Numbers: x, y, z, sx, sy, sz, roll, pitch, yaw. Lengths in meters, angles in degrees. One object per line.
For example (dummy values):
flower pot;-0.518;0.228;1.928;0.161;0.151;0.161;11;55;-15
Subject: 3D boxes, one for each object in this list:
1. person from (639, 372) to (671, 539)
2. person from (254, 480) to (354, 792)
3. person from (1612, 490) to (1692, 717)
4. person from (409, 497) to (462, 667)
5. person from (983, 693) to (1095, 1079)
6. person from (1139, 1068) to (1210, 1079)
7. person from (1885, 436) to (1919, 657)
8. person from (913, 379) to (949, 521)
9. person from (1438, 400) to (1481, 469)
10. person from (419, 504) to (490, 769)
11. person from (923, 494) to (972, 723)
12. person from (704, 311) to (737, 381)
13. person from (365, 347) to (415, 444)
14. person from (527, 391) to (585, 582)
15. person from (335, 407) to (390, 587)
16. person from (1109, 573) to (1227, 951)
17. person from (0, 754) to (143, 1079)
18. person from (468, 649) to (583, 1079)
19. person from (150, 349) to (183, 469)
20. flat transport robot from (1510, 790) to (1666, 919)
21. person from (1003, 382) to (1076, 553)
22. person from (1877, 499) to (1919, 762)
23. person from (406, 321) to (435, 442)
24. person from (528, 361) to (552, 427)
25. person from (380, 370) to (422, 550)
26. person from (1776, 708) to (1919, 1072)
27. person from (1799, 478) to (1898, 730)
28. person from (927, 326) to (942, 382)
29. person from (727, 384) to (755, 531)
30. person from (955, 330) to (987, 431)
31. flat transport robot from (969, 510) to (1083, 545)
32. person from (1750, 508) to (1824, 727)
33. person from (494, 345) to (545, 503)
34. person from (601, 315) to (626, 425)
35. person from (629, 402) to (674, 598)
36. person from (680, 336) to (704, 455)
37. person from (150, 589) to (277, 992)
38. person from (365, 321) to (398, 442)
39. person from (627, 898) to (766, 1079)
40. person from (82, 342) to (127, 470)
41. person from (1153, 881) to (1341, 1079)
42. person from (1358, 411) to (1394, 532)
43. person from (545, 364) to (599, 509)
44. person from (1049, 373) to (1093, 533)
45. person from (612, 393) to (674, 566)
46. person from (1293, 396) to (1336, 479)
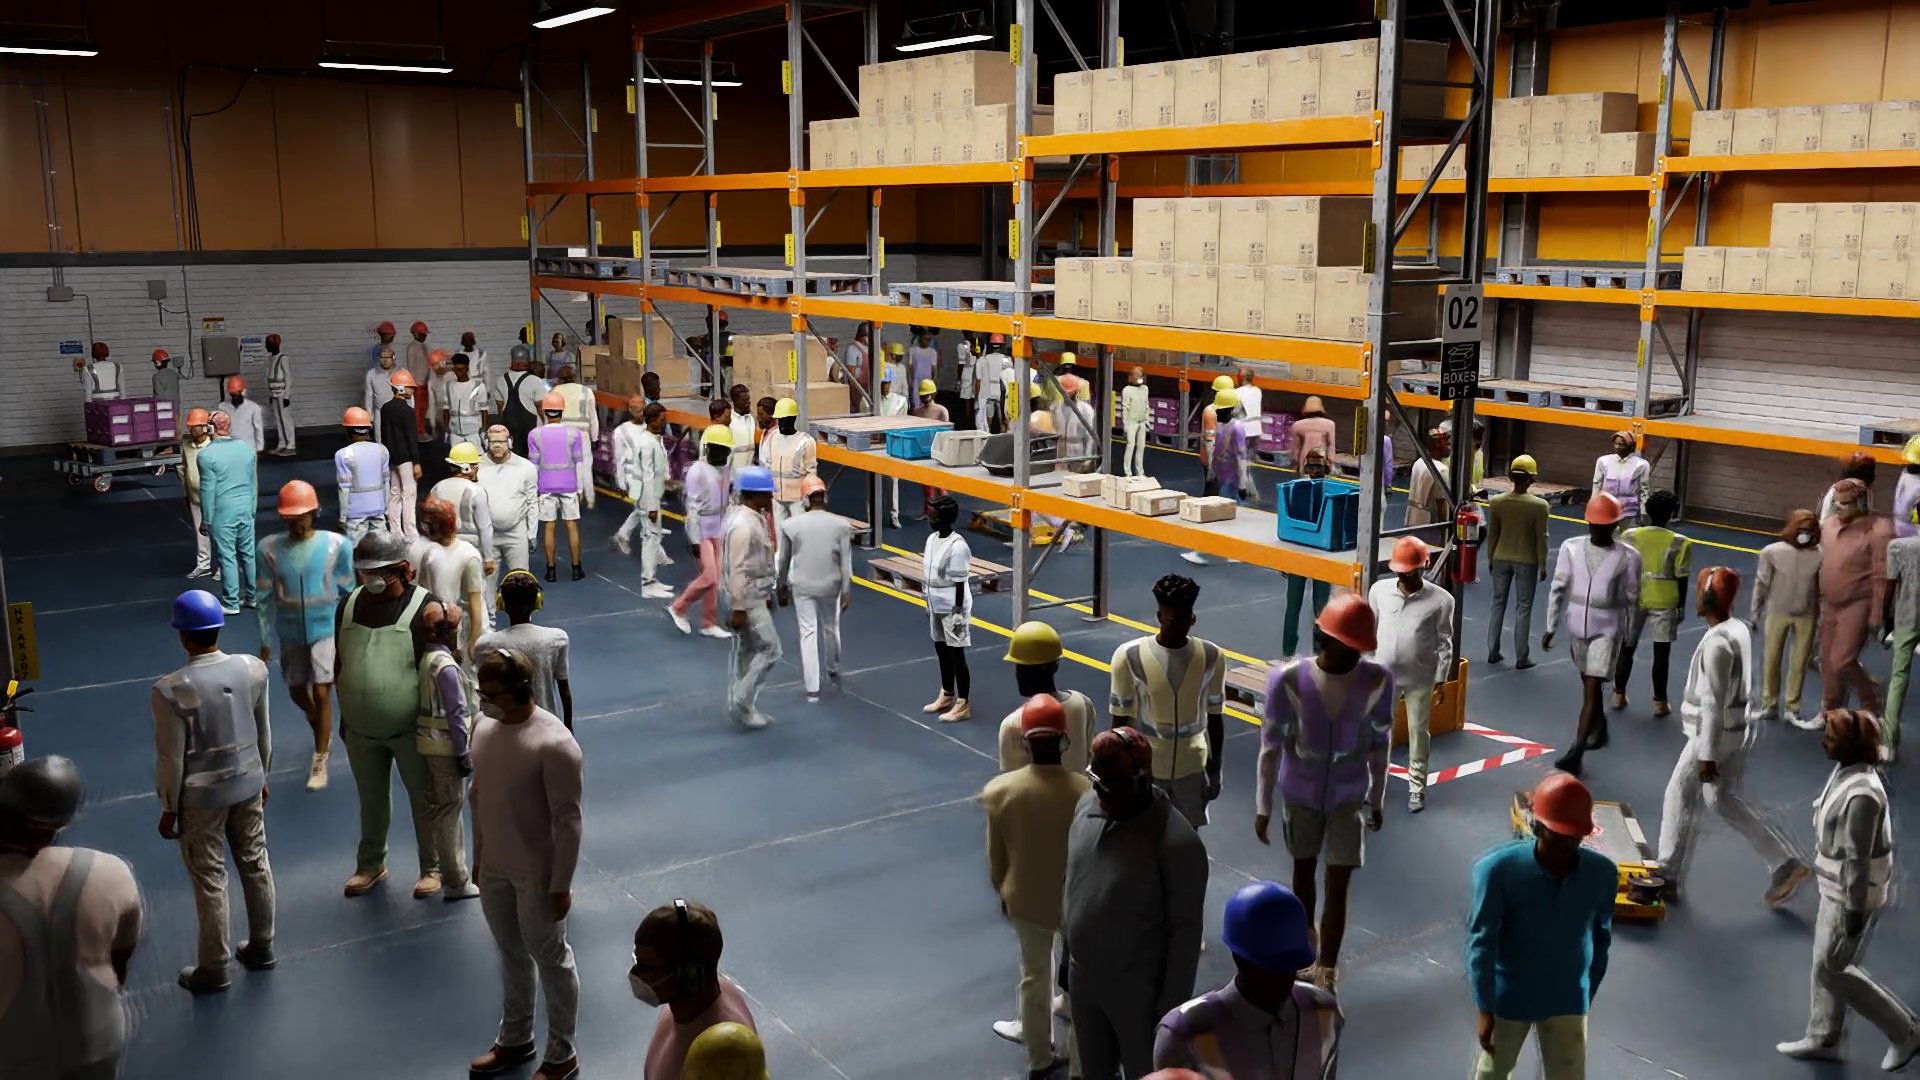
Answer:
person;-3.577;-0.981;19.185;0.376;1.917;0.600;1;11;7
person;-4.292;0.578;10.976;0.618;2.015;0.897;-2;11;-10
person;5.146;0.466;12.382;0.537;1.688;0.323;9;14;39
person;-3.540;0.621;11.169;0.338;1.865;0.736;-8;13;-35
person;0.397;1.490;6.987;0.575;1.735;0.403;4;12;20
person;0.401;2.055;3.525;0.889;1.956;0.612;-5;12;-25
person;8.102;0.022;14.171;0.375;1.880;0.689;2;11;9
person;-0.369;-1.059;20.012;0.533;1.758;0.358;8;13;35
person;5.722;-0.847;19.078;0.494;1.699;0.916;4;12;22
person;-3.386;0.626;11.182;0.576;1.835;0.395;9;14;39
person;-0.098;0.495;12.223;0.321;1.689;0.530;-6;13;-30
person;-4.157;-2.990;29.146;0.612;2.043;0.374;0;11;-2
person;-7.849;-1.705;22.921;0.648;1.907;0.401;-3;12;-16
person;-4.083;-0.536;16.860;0.547;1.938;0.377;-2;11;-11
person;-5.575;-0.275;15.526;0.358;1.937;0.549;8;14;35
person;1.045;1.118;8.354;0.605;1.958;0.372;-1;11;-7
person;-3.055;1.643;5.441;0.637;2.000;0.706;9;14;37
person;-1.848;1.387;7.031;0.627;1.934;0.371;8;14;35
person;-11.665;-1.920;24.415;0.342;1.749;0.572;1;11;6
flat transport robot;3.531;1.751;9.431;0.652;0.197;1.431;3;11;13
person;0.890;-0.796;18.310;0.857;1.895;0.601;5;12;26
person;6.493;0.597;11.233;0.508;1.873;0.329;7;13;31
person;-8.841;-2.592;27.284;0.418;1.984;0.638;1;11;5
person;-5.458;-1.411;21.608;0.429;1.838;0.626;-1;11;-6
person;-6.194;-0.892;18.542;0.616;1.989;0.394;9;14;40
person;3.879;1.518;7.143;0.476;1.623;0.527;4;12;21
person;6.292;0.486;11.779;0.446;1.883;0.711;-1;11;-7
person;-0.538;-3.112;30.350;0.432;1.830;0.654;0;11;-1
person;-2.371;-0.713;17.813;0.390;1.920;0.587;5;12;22
person;0.170;-2.722;27.977;0.603;1.966;0.368;-9;14;-40
flat transport robot;0.749;-0.171;19.270;0.652;0.197;1.431;-7;13;-31
person;6.021;0.562;12.059;0.525;1.623;0.339;4;12;17
person;-5.604;-1.494;21.499;0.688;2.000;0.539;3;12;17
person;-6.197;-3.019;29.516;0.606;1.957;0.373;9;14;39
person;-3.020;-0.394;16.217;0.403;1.909;0.608;-2;11;-8
person;-4.169;-2.243;25.849;0.342;1.839;0.504;7;13;32
person;-3.569;1.195;7.982;0.386;1.945;0.605;6;13;28
person;-9.286;-2.502;26.723;0.748;2.020;0.639;2;11;9
person;-0.682;1.882;4.519;0.378;1.931;0.624;-3;11;-15
person;-12.374;-1.923;24.098;0.354;1.884;0.576;10;15;41
person;0.796;1.856;4.585;0.604;1.949;0.389;-5;12;-26
person;4.475;-0.595;17.930;0.308;1.640;0.511;-5;12;-25
person;-4.902;-1.301;21.032;0.656;1.838;0.430;-1;11;-7
person;1.276;-0.981;19.232;0.558;1.939;0.568;5;12;25
person;-3.469;-0.674;17.807;0.951;1.847;0.591;9;14;38
person;4.136;-0.877;19.412;0.515;1.611;0.545;4;12;22
